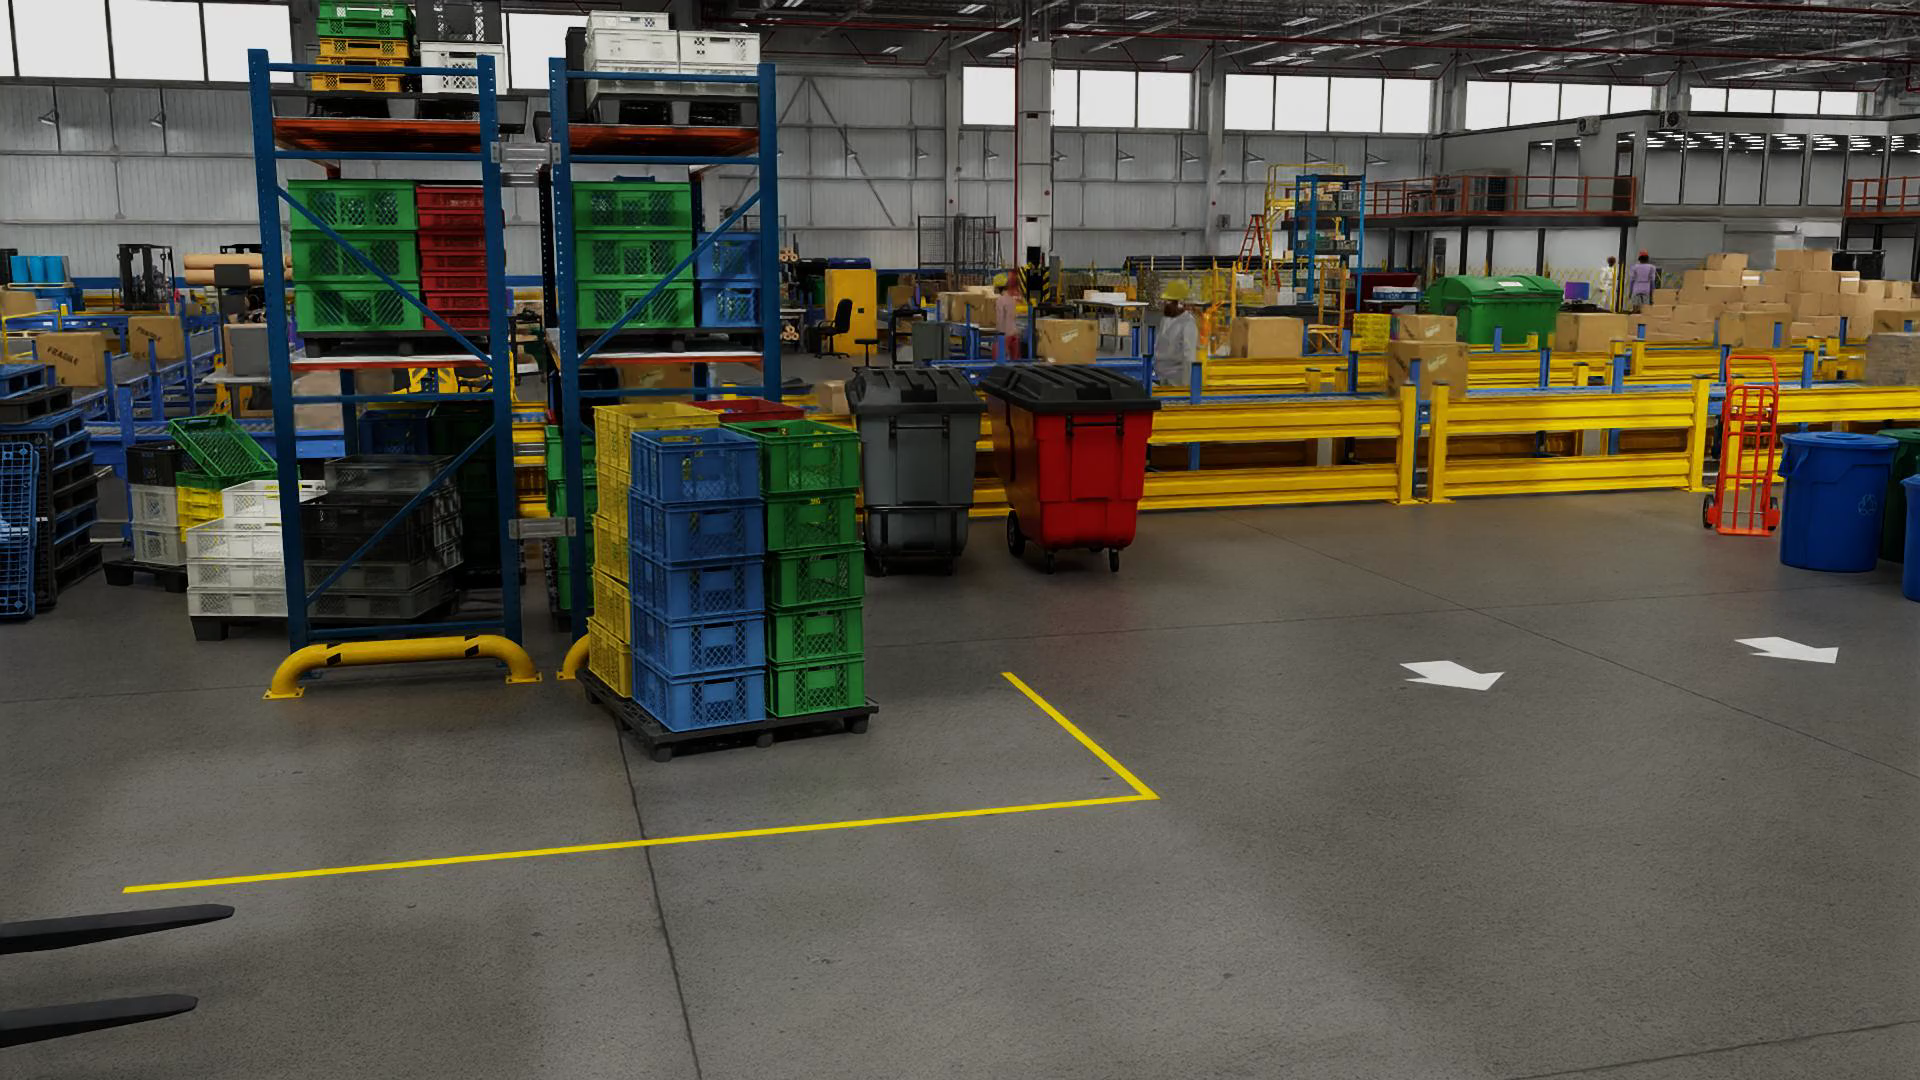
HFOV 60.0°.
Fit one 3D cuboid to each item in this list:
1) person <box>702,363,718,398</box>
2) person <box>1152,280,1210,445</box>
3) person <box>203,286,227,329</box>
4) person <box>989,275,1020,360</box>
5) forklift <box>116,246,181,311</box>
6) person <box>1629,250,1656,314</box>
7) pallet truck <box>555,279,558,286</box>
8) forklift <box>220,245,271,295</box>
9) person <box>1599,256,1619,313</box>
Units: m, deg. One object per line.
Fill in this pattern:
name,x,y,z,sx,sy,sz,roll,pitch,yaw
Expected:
person,-2.396,-1.442,15.584,0.861,1.644,0.551,-6,12,-31
person,2.107,-1.575,15.892,0.614,1.810,0.604,-3,10,-15
person,-16.611,-5.344,37.192,0.600,1.827,0.403,4,11,21
person,0.573,-2.880,23.541,0.821,1.719,0.542,7,12,34
forklift,-19.966,-6.232,40.894,1.157,1.987,2.680,-3,10,-15
person,17.006,-6.209,41.512,0.609,2.034,0.397,2,10,13
pallet truck,-10.604,-6.375,44.520,0.653,1.274,1.630,-3,10,-15
forklift,-17.749,-6.334,41.440,1.157,1.987,2.680,-3,10,-17
person,19.314,-7.534,49.560,0.589,1.848,0.958,-2,10,-10
